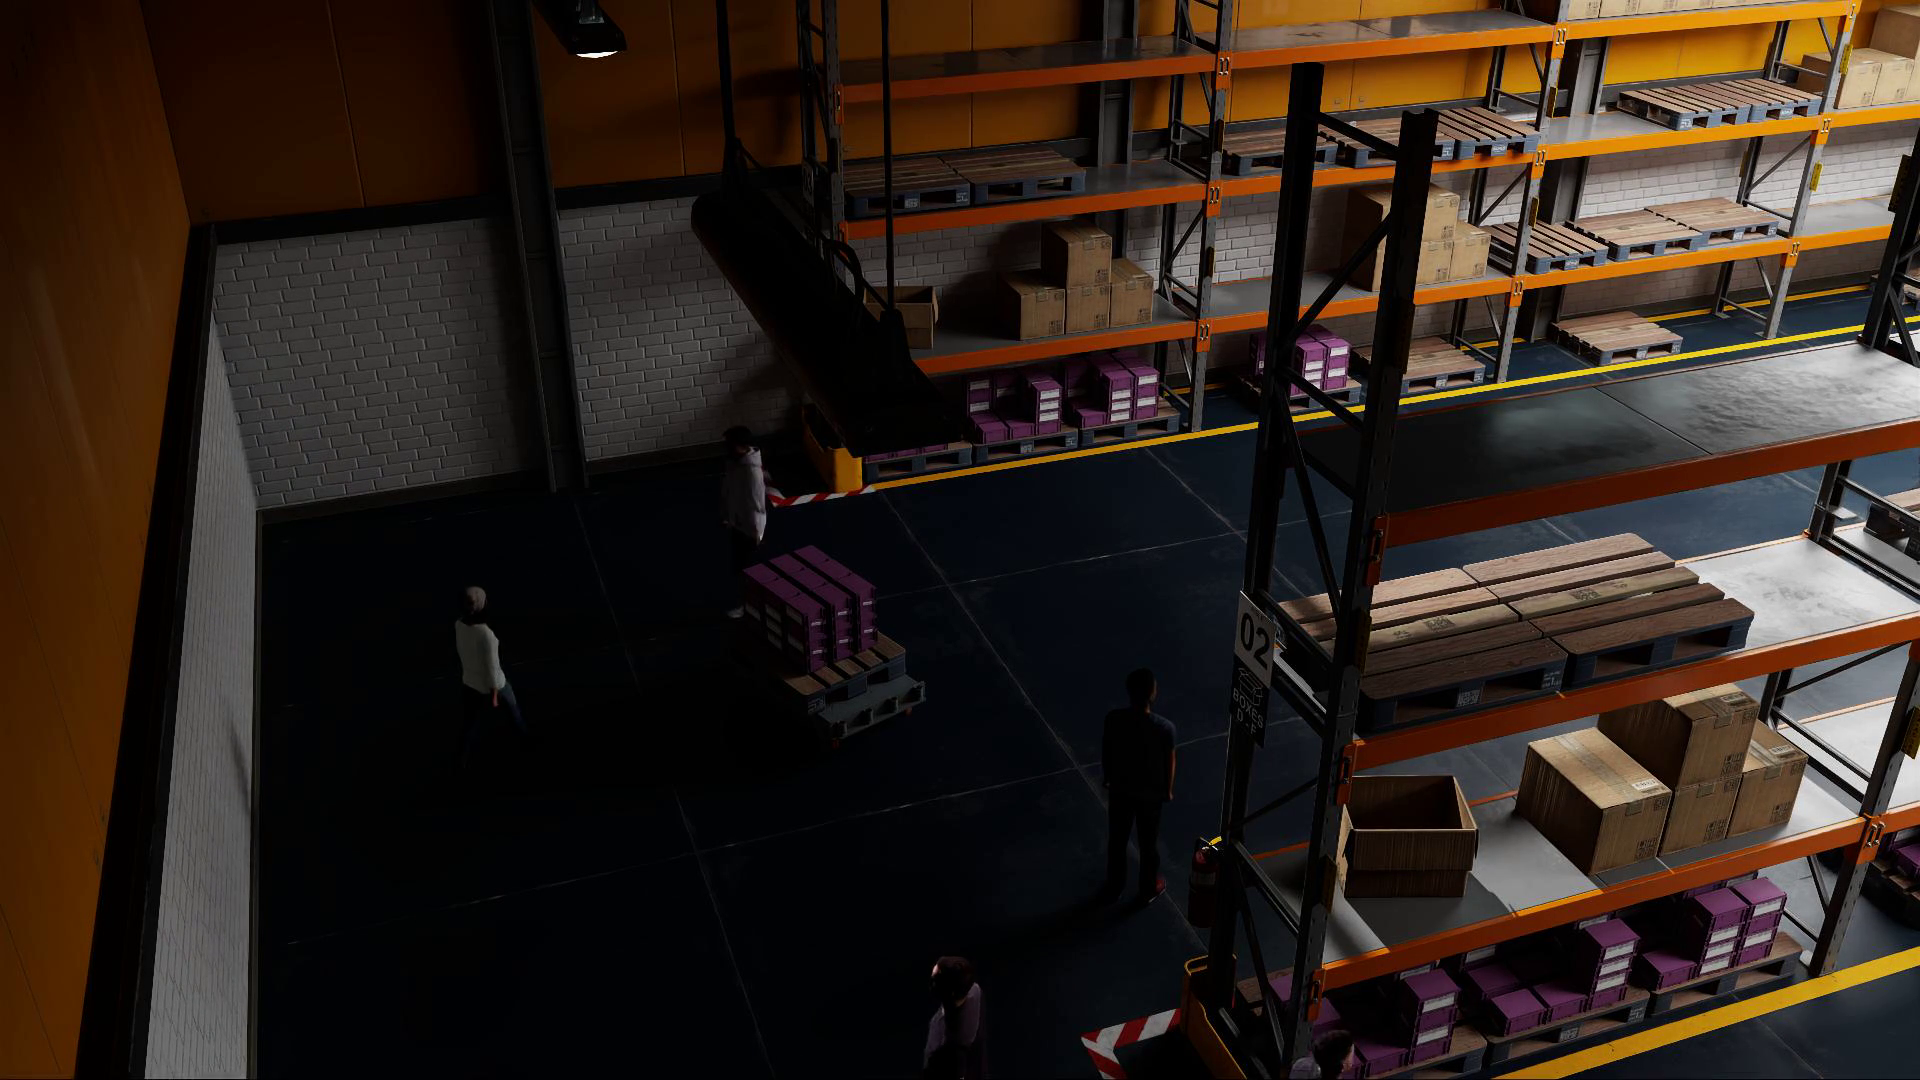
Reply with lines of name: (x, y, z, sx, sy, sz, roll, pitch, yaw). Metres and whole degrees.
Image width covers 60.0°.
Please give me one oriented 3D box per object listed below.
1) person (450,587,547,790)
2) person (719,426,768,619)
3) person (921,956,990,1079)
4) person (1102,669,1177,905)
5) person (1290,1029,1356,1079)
person: (-3.626, 1.121, 12.429, 1.063, 1.591, 1.198, 16, 32, 27)
person: (-1.767, -0.154, 14.435, 0.853, 1.909, 0.782, -14, 31, -23)
person: (0.067, 2.954, 8.816, 0.925, 1.832, 0.905, 4, 29, 8)
person: (1.189, 1.667, 11.201, 0.700, 1.808, 0.782, 10, 30, 17)
person: (1.715, 3.209, 8.361, 0.696, 1.821, 0.660, -10, 30, -18)
